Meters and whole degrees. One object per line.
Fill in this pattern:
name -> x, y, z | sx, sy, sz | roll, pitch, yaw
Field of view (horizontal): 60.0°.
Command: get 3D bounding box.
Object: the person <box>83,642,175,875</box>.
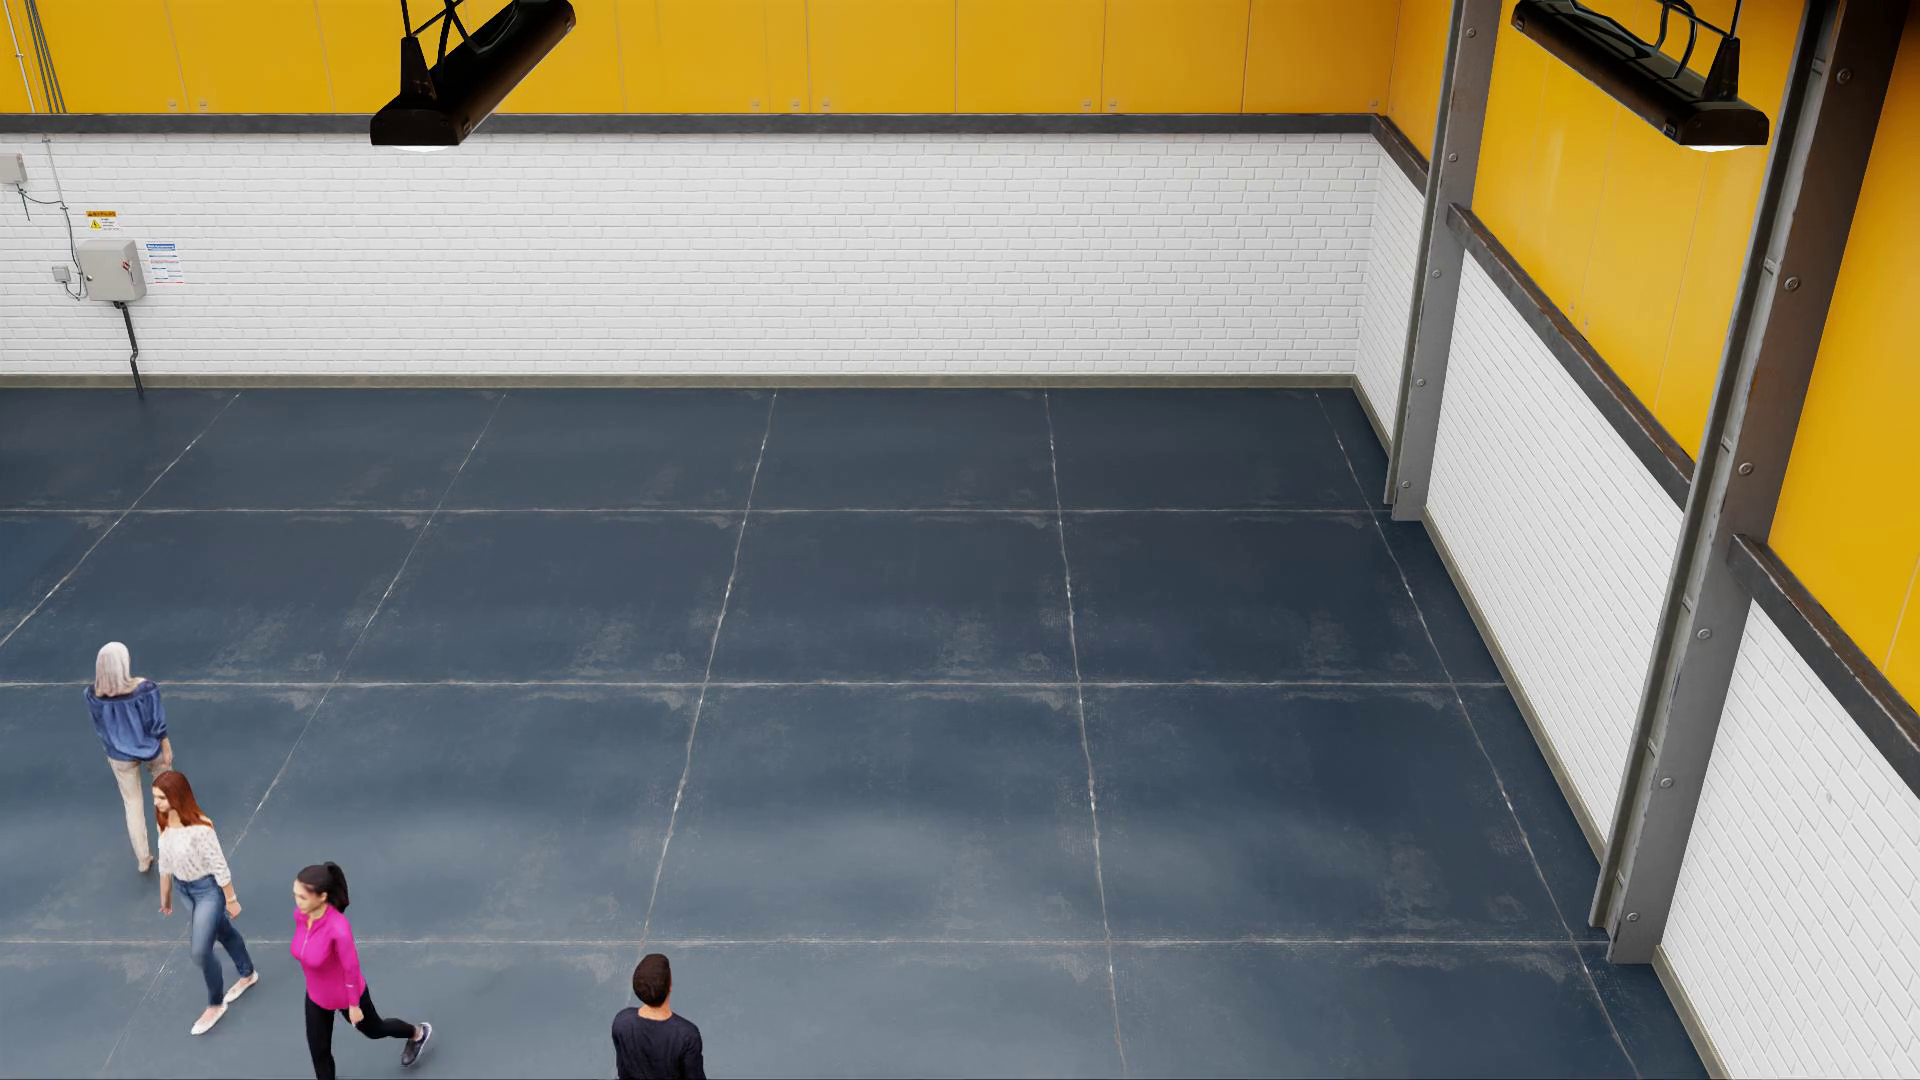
person -> -5.481, 1.430, 11.063 | 0.709, 1.707, 0.772 | -7, 29, -13

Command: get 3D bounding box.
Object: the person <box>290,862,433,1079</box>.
person -> -3.367, 2.460, 9.214 | 0.940, 1.667, 1.174 | 15, 32, 25

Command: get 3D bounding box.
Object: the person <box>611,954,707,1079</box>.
person -> -1.487, 2.868, 8.279 | 0.833, 1.847, 1.149 | 7, 29, 13

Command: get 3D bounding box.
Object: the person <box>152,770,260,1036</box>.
person -> -4.449, 2.046, 9.922 | 0.807, 1.716, 0.904 | 15, 32, 26
